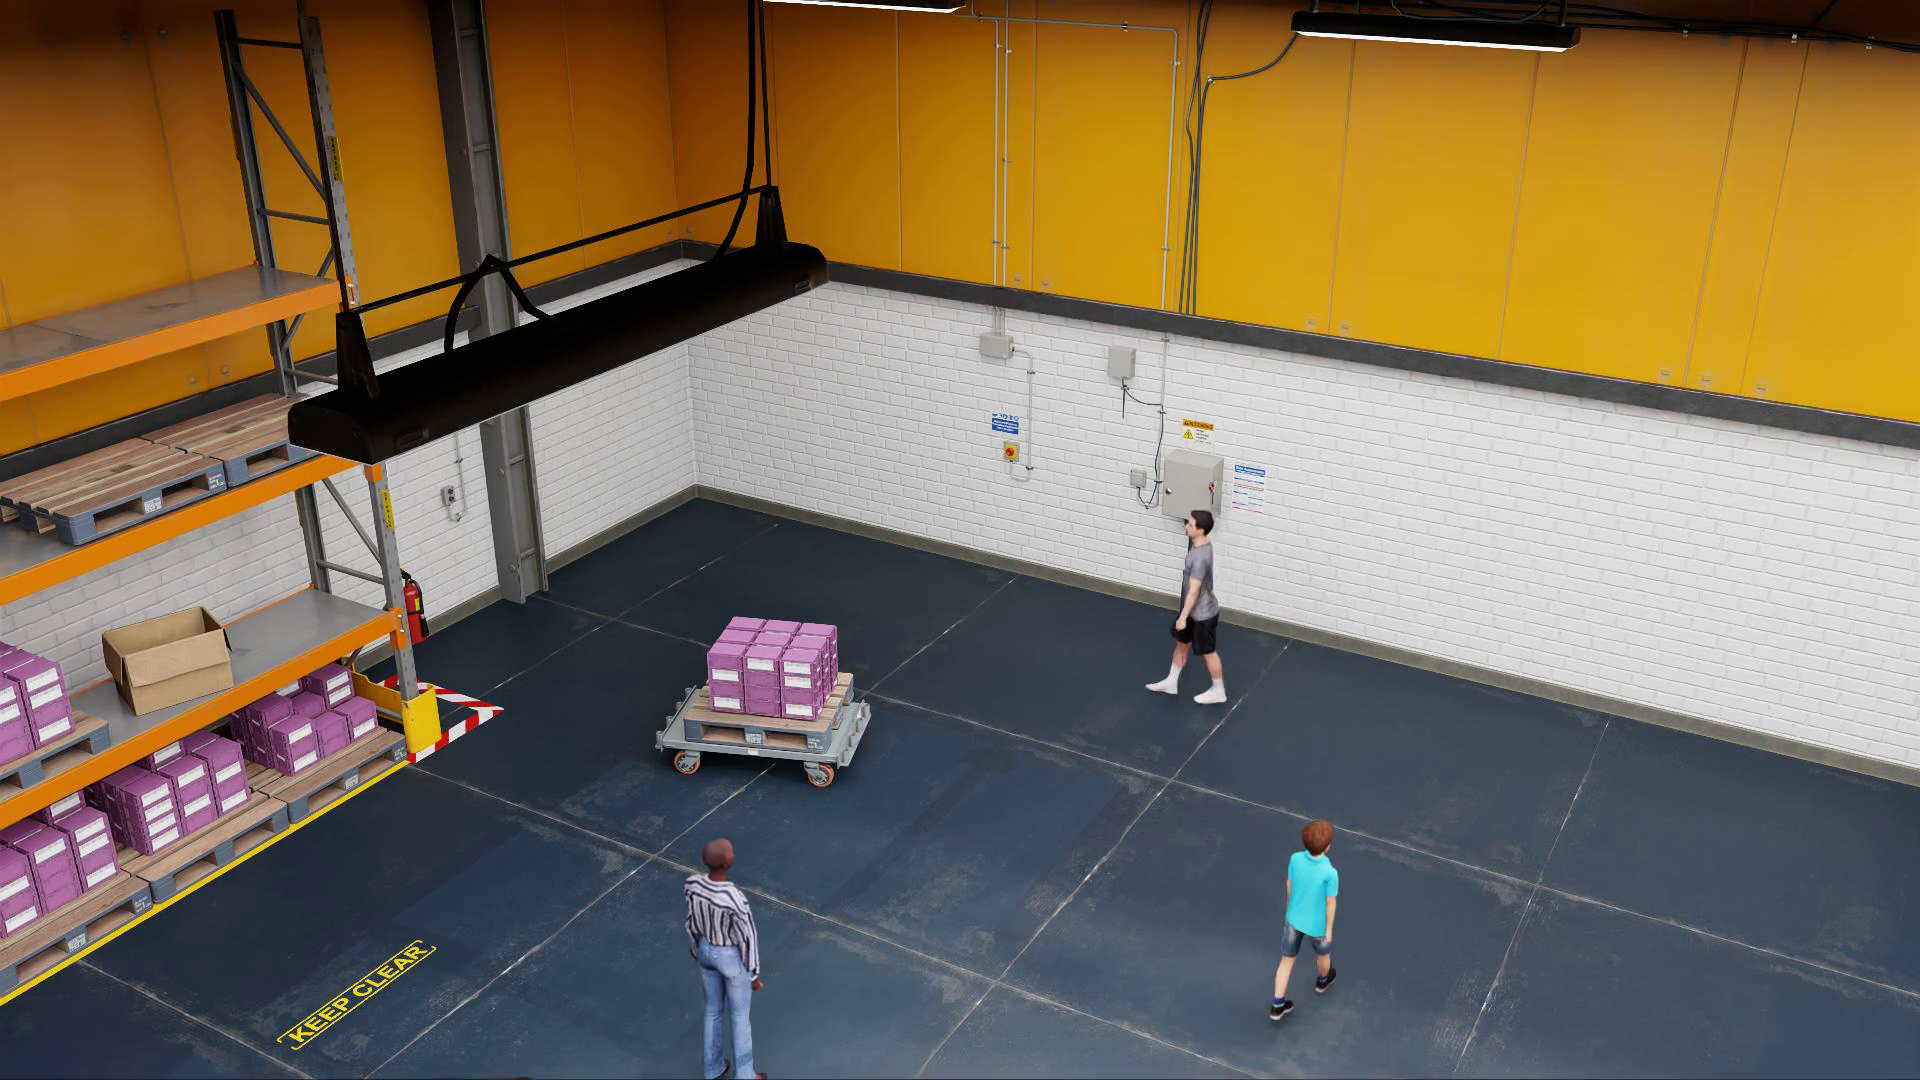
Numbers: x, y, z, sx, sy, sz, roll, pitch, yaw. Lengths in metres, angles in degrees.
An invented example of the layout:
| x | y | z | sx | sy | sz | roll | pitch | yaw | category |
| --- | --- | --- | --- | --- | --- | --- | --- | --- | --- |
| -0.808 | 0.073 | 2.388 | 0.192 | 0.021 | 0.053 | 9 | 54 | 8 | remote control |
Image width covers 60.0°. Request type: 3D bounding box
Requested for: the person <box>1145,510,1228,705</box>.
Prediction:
| x | y | z | sx | sy | sz | roll | pitch | yaw | category |
| --- | --- | --- | --- | --- | --- | --- | --- | --- | --- |
| 2.209 | 0.605 | 14.616 | 0.994 | 1.855 | 1.032 | 3 | 24 | 6 | person |

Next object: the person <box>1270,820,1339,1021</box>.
| x | y | z | sx | sy | sz | roll | pitch | yaw | category |
| --- | --- | --- | --- | --- | --- | --- | --- | --- | --- |
| 2.234 | 2.494 | 10.845 | 0.619 | 1.414 | 0.965 | 18 | 29 | 35 | person |

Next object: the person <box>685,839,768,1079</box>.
| x | y | z | sx | sy | sz | roll | pitch | yaw | category |
| --- | --- | --- | --- | --- | --- | --- | --- | --- | --- |
| -1.436 | 2.593 | 10.143 | 0.622 | 1.795 | 0.512 | 13 | 27 | 27 | person |
